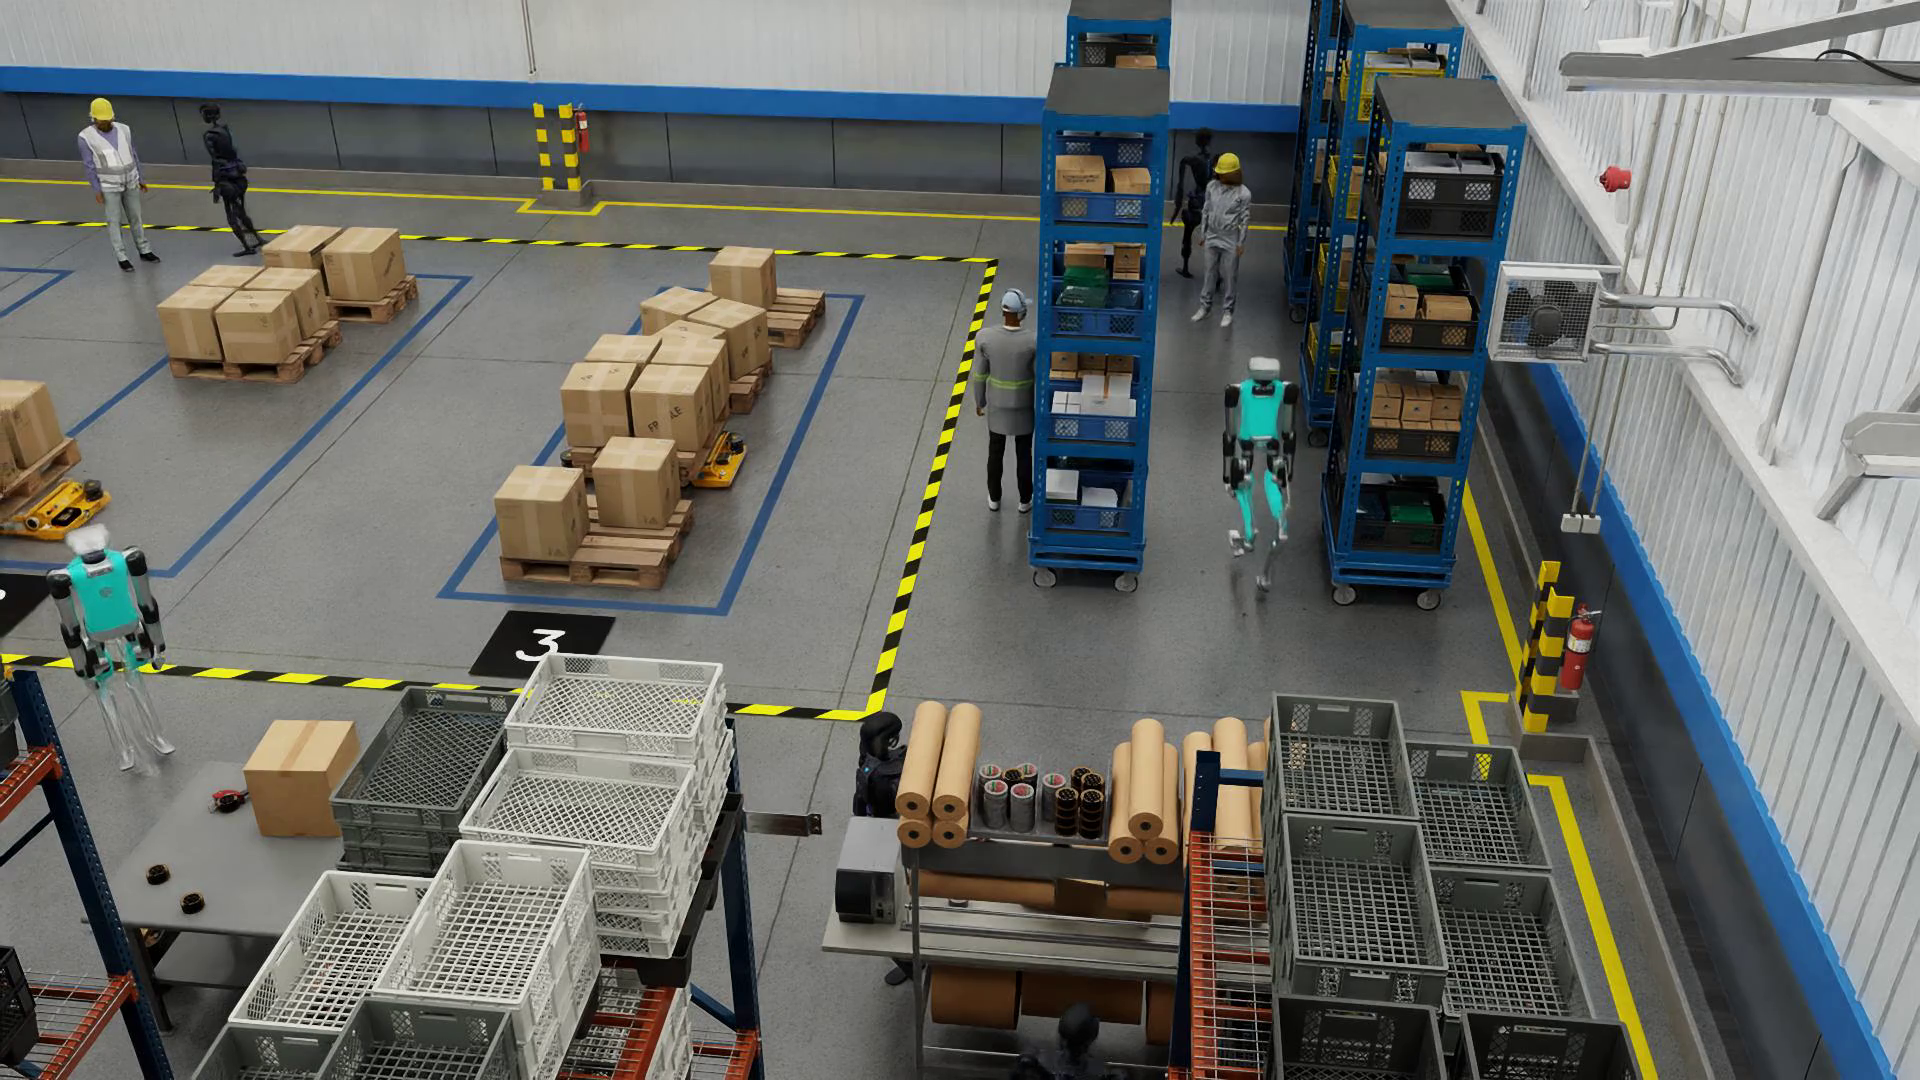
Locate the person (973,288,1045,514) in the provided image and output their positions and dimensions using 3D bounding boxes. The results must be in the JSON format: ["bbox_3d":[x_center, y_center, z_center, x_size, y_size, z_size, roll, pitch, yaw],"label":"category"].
[{"bbox_3d":[0.406,-1.083,12.960,0.596,1.849,0.386,6,31,10],"label":"person"}]

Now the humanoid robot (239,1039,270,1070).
[{"bbox_3d":[-2.706,2.631,6.775,0.600,1.633,0.711,20,36,30],"label":"humanoid robot"}]

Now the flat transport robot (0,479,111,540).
[{"bbox_3d":[-7.574,-0.283,13.132,1.431,0.197,0.652,3,30,6],"label":"flat transport robot"}]

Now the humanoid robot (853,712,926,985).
[{"bbox_3d":[-0.369,1.571,8.563,0.315,1.655,0.599,-15,34,-24],"label":"humanoid robot"}]

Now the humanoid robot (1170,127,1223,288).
[{"bbox_3d":[2.511,-3.431,17.200,0.589,1.638,0.722,-10,32,-17],"label":"humanoid robot"}]

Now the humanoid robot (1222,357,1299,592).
[{"bbox_3d":[2.157,-0.404,11.918,0.546,1.727,1.027,-1,30,-2],"label":"humanoid robot"}]

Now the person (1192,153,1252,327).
[{"bbox_3d":[2.562,-2.935,16.253,0.483,1.736,0.308,18,35,28],"label":"person"}]

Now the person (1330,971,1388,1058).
[{"bbox_3d":[1.553,2.442,6.887,0.332,1.872,0.509,1,30,2],"label":"person"}]

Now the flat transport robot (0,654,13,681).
[{"bbox_3d":[-7.142,0.969,11.010,1.431,0.231,0.659,3,30,6],"label":"flat transport robot"}]

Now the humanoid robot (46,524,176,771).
[{"bbox_3d":[-5.152,0.580,10.083,0.533,1.677,0.735,-22,37,-32],"label":"humanoid robot"}]

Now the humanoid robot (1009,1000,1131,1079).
[{"bbox_3d":[0.437,2.577,6.899,0.610,1.618,0.776,7,31,12],"label":"humanoid robot"}]

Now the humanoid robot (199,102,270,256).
[{"bbox_3d":[-7.852,-3.896,17.969,0.439,1.641,0.609,1,30,2],"label":"humanoid robot"}]

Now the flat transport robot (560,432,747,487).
[{"bbox_3d":[-2.554,-0.707,13.861,1.431,0.197,0.652,3,30,6],"label":"flat transport robot"}]

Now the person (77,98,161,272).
[{"bbox_3d":[-8.905,-3.771,17.605,0.404,1.823,0.586,20,36,30],"label":"person"}]
